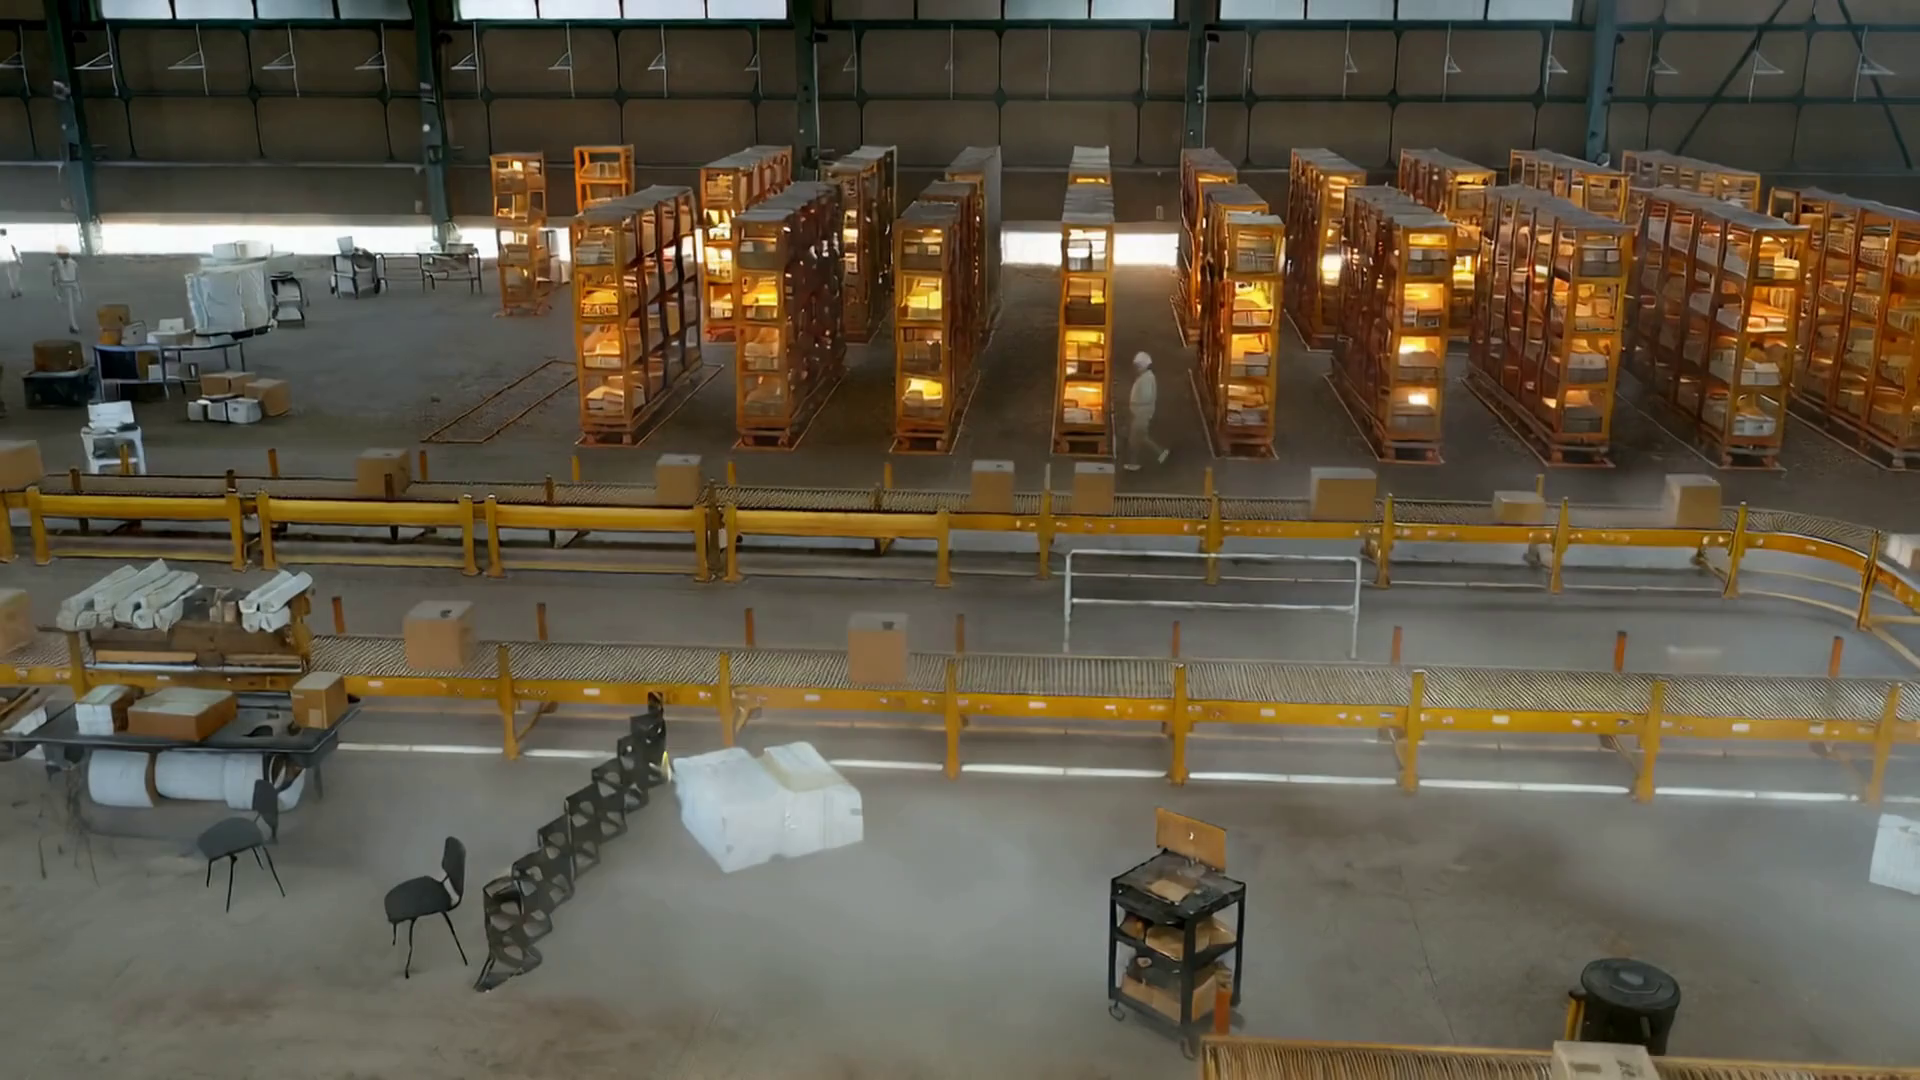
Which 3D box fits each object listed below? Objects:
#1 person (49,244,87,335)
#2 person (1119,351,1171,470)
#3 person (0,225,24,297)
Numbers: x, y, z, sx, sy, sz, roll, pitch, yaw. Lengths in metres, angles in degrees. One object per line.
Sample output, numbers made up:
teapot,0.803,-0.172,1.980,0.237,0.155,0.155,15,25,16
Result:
person,-18.848,-5.287,35.179,0.575,1.923,0.628,14,22,37
person,2.759,-1.912,24.653,0.676,1.817,0.602,4,18,13
person,-22.821,-6.674,39.895,0.555,1.732,0.633,-3,18,-9
